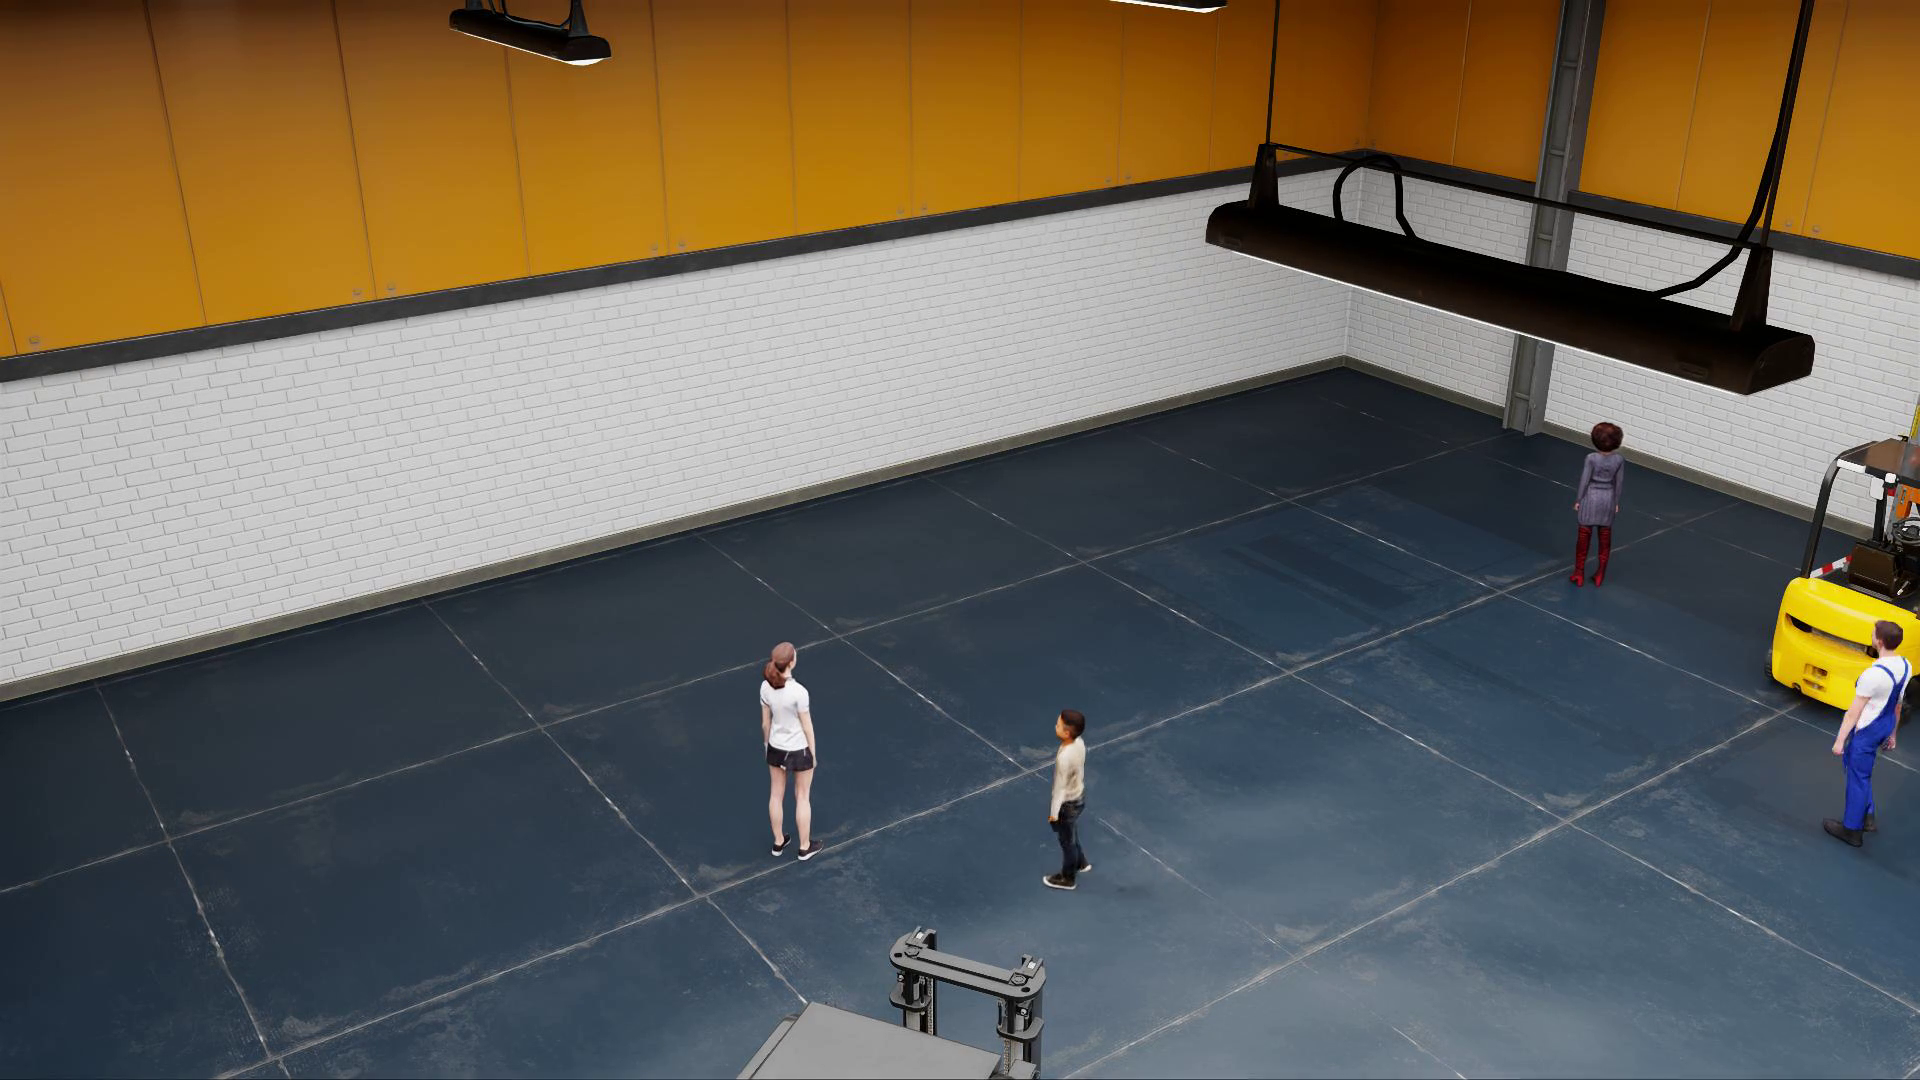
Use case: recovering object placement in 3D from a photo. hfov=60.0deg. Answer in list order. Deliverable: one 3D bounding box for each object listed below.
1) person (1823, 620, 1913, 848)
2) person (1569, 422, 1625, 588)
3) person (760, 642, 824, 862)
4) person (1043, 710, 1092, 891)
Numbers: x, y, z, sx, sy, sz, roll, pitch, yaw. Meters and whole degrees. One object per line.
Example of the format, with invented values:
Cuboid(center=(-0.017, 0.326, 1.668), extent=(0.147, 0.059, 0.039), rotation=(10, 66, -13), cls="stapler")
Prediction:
Cuboid(center=(6.829, 1.477, 12.337), extent=(0.688, 1.842, 0.707), rotation=(-11, 26, -24), cls="person")
Cuboid(center=(6.402, -0.354, 16.695), extent=(0.666, 1.708, 0.701), rotation=(1, 24, 3), cls="person")
Cuboid(center=(-1.263, 1.556, 12.270), extent=(0.653, 1.752, 0.729), rotation=(9, 25, 19), cls="person")
Cuboid(center=(0.843, 1.871, 11.915), extent=(0.717, 1.460, 0.670), rotation=(7, 25, 16), cls="person")
